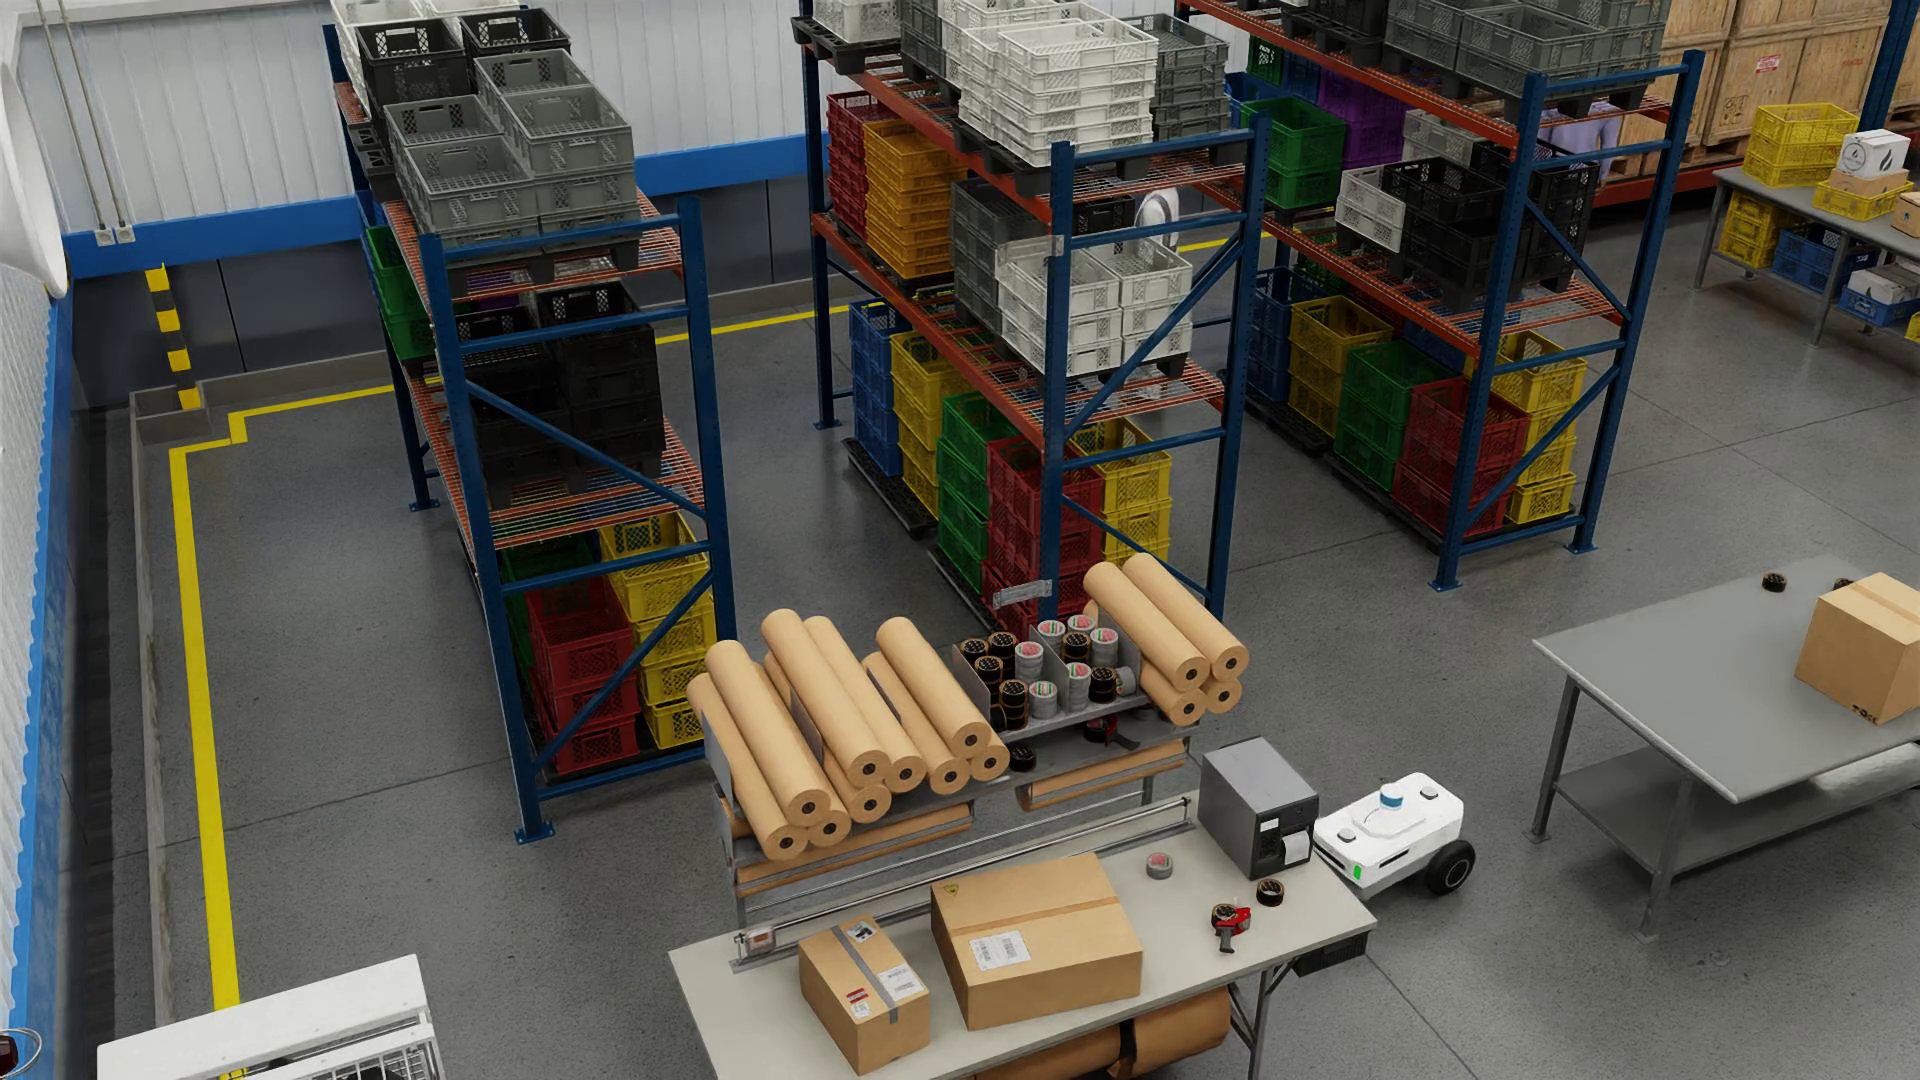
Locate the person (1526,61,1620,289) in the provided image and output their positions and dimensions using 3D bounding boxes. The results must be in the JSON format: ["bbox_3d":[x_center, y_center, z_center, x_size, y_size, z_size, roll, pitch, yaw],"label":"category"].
[{"bbox_3d":[4.779,-2.902,13.080,0.635,1.936,0.351,10,33,15],"label":"person"}]

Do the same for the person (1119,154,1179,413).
[{"bbox_3d":[1.305,-1.783,11.327,0.349,1.877,0.570,9,33,14],"label":"person"}]

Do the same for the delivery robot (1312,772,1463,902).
[{"bbox_3d":[1.907,1.311,7.461,0.707,0.478,0.477,-19,36,-28],"label":"delivery robot"}]
